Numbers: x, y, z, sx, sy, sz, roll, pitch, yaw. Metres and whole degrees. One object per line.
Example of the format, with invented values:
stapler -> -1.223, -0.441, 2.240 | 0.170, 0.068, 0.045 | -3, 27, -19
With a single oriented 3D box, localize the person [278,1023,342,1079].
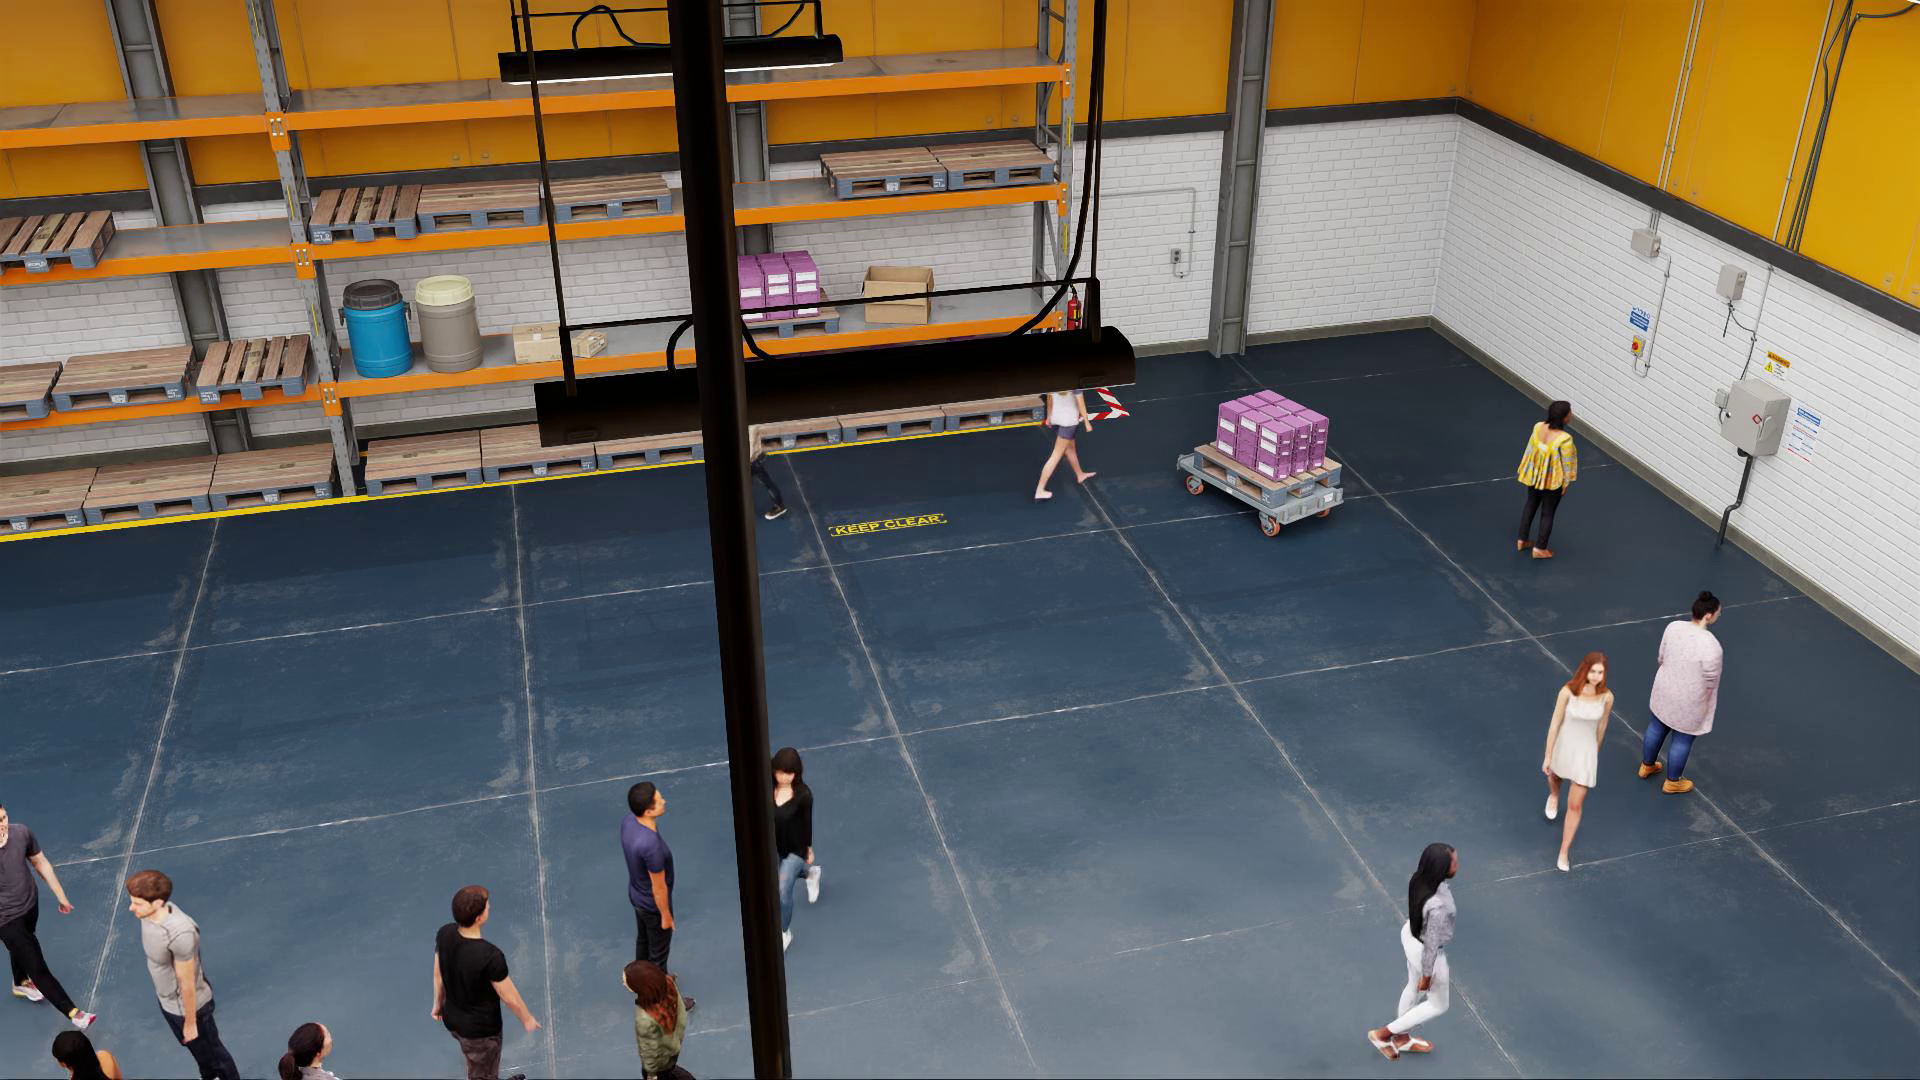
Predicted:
person -> -3.525, 3.393, 9.059 | 1.028, 1.637, 1.064 | 15, 32, 25

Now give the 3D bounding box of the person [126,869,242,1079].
person -> -4.652, 2.733, 10.006 | 0.752, 1.890, 0.774 | 21, 35, 33

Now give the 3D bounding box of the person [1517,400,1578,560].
person -> 5.770, -0.606, 16.375 | 0.832, 1.653, 0.793 | -15, 32, -26

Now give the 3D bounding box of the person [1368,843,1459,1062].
person -> 2.825, 2.597, 10.441 | 0.773, 1.712, 0.697 | 0, 29, 0

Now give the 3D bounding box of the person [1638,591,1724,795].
person -> 5.649, 1.176, 13.013 | 0.682, 1.744, 0.737 | -13, 31, -22

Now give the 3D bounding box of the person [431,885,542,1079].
person -> -2.940, 2.871, 9.809 | 0.979, 1.838, 1.040 | 18, 34, 30

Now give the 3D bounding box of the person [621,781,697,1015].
person -> -2.025, 2.329, 10.848 | 0.626, 1.793, 0.692 | -16, 32, -27

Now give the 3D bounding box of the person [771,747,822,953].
person -> -1.178, 2.057, 11.530 | 1.023, 1.618, 1.028 | 13, 31, 23

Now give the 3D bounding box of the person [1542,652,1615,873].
person -> 4.575, 1.531, 12.450 | 1.148, 1.661, 1.090 | 10, 30, 18

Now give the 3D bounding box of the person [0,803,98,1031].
person -> -6.193, 2.393, 10.814 | 1.228, 1.713, 1.080 | 11, 31, 19

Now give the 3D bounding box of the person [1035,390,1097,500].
person -> 1.035, -1.191, 17.421 | 1.173, 1.679, 0.852 | -18, 34, -30

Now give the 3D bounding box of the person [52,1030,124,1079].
person -> -4.649, 3.320, 9.179 | 0.898, 1.652, 0.792 | 7, 29, 12

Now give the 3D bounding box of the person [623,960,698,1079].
person -> -1.713, 3.040, 9.893 | 0.884, 1.460, 0.784 | 8, 30, 14
